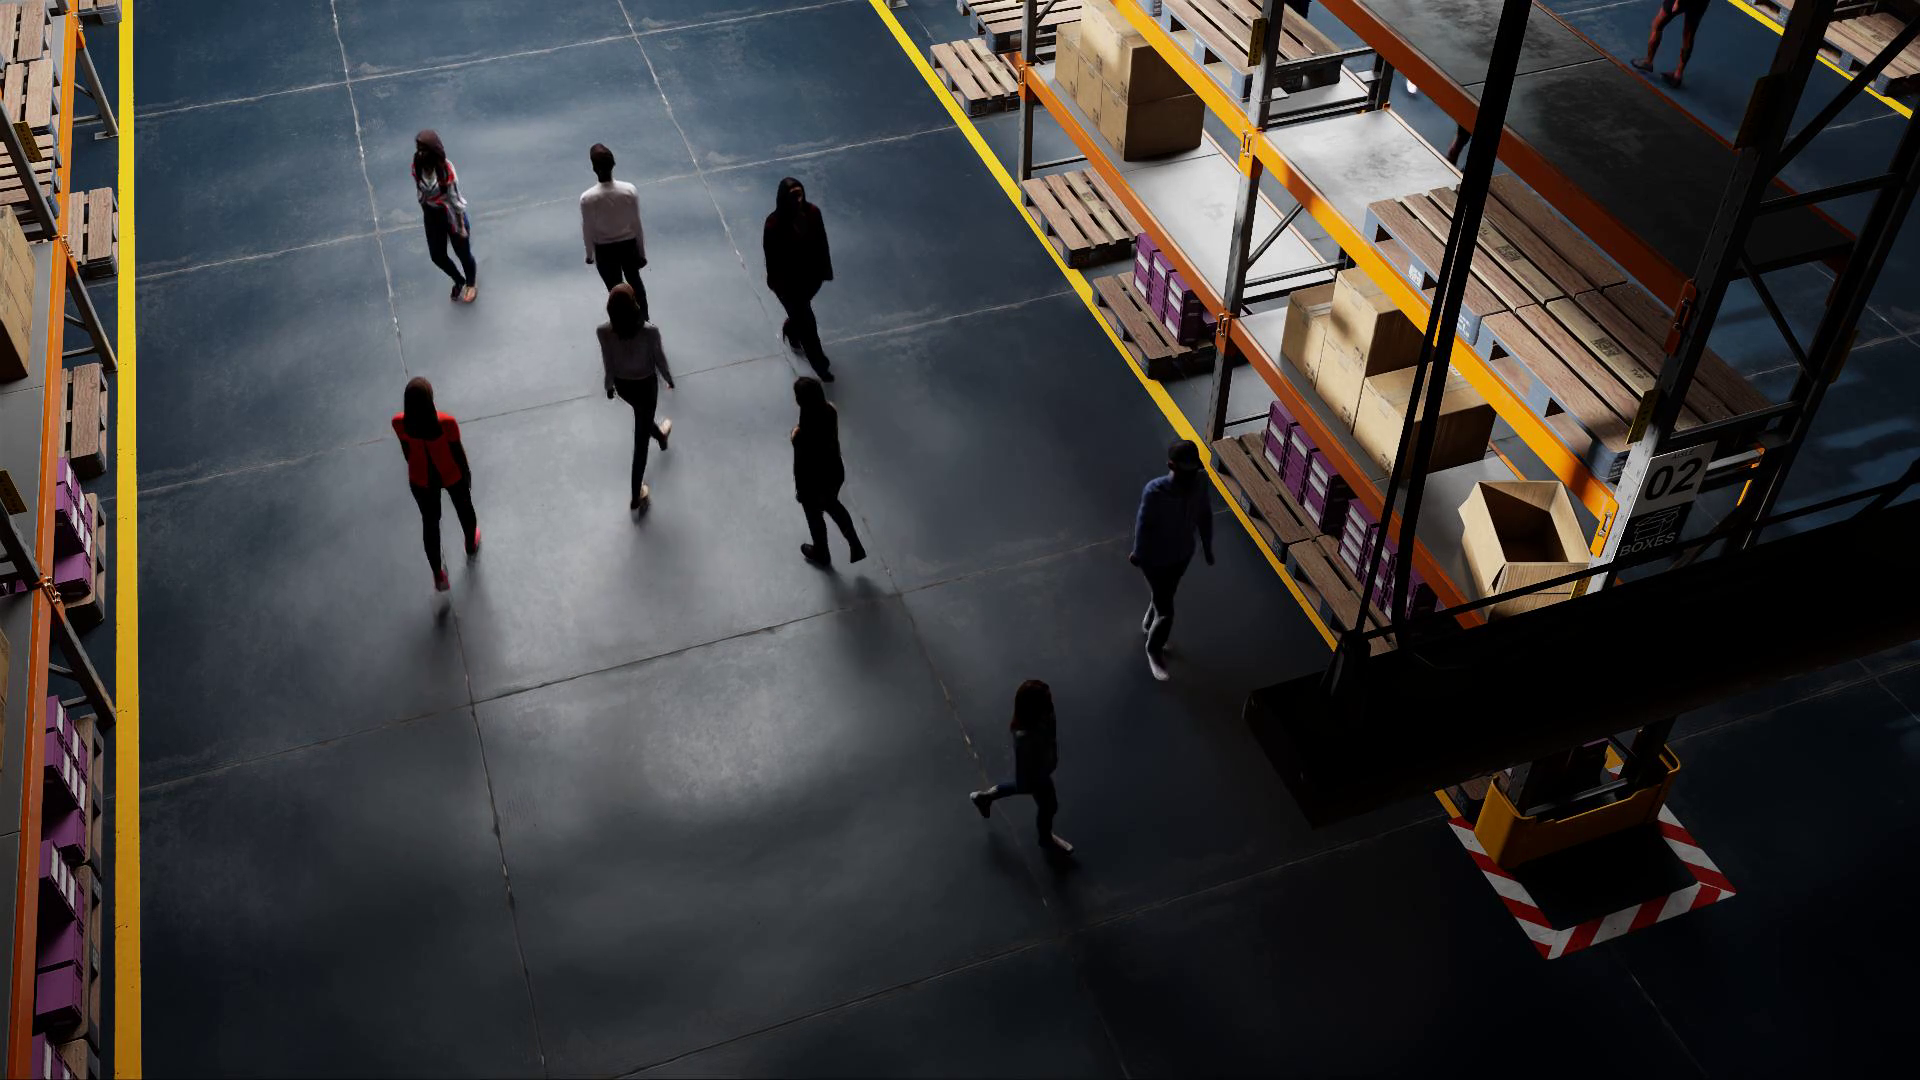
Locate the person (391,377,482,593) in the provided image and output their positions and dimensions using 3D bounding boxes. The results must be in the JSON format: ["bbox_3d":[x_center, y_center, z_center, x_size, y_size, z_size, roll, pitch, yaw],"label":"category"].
[{"bbox_3d":[-3.594,-0.378,11.405,0.743,1.674,1.079,-4,44,-4],"label":"person"}]

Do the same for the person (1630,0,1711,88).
[{"bbox_3d":[7.328,-5.335,16.574,0.677,1.721,0.840,-20,47,-20],"label":"person"}]

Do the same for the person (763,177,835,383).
[{"bbox_3d":[-1.336,-2.133,13.224,0.910,1.706,1.158,-31,52,-28],"label":"person"}]

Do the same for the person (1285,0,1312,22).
[{"bbox_3d":[3.345,-5.570,16.862,0.671,1.665,0.808,-7,44,-8],"label":"person"}]

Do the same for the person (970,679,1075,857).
[{"bbox_3d":[0.378,1.307,9.795,0.927,1.455,0.927,12,45,13],"label":"person"}]

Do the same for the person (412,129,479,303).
[{"bbox_3d":[-4.268,-2.738,13.935,0.716,1.602,0.736,7,44,8],"label":"person"}]

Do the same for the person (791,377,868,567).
[{"bbox_3d":[-0.898,-0.403,11.429,0.931,1.677,0.818,29,51,27],"label":"person"}]

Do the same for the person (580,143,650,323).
[{"bbox_3d":[-2.709,-2.254,13.242,0.658,1.856,0.670,-19,47,-19],"label":"person"}]

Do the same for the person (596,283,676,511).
[{"bbox_3d":[-2.349,-1.015,12.028,1.009,1.737,1.277,6,44,6],"label":"person"}]

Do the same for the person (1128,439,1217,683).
[{"bbox_3d":[1.315,0.009,10.857,0.738,1.869,0.797,-24,49,-23],"label":"person"}]
